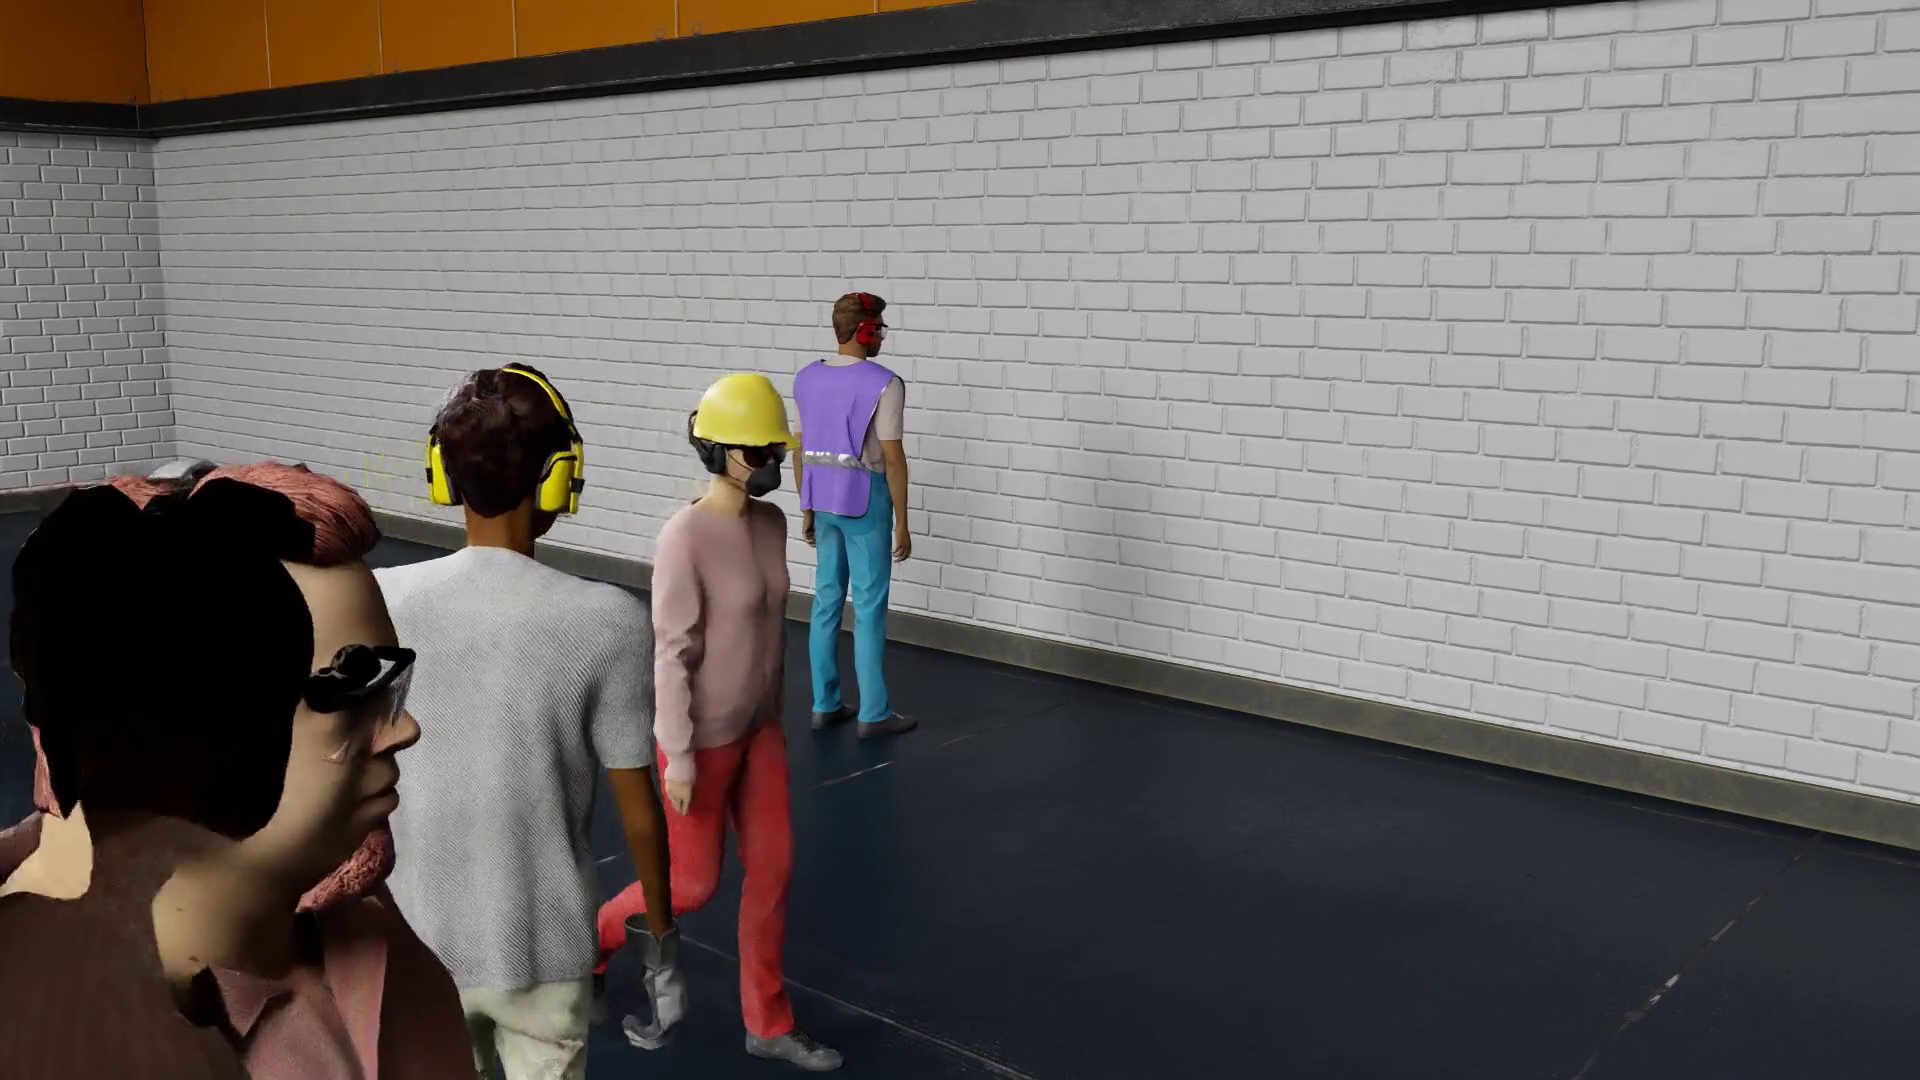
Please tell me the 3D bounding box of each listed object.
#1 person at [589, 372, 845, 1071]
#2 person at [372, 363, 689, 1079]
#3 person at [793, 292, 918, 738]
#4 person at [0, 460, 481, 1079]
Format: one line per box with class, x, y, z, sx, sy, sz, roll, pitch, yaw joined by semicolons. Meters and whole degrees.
person;-0.655;0.450;4.087;0.700;1.738;0.533;4;11;24
person;-0.732;0.658;2.592;0.589;1.843;0.433;0;10;3
person;-0.456;-0.099;6.907;0.569;1.840;0.374;7;12;36
person;-0.486;0.881;1.185;0.661;1.893;0.666;1;10;4
